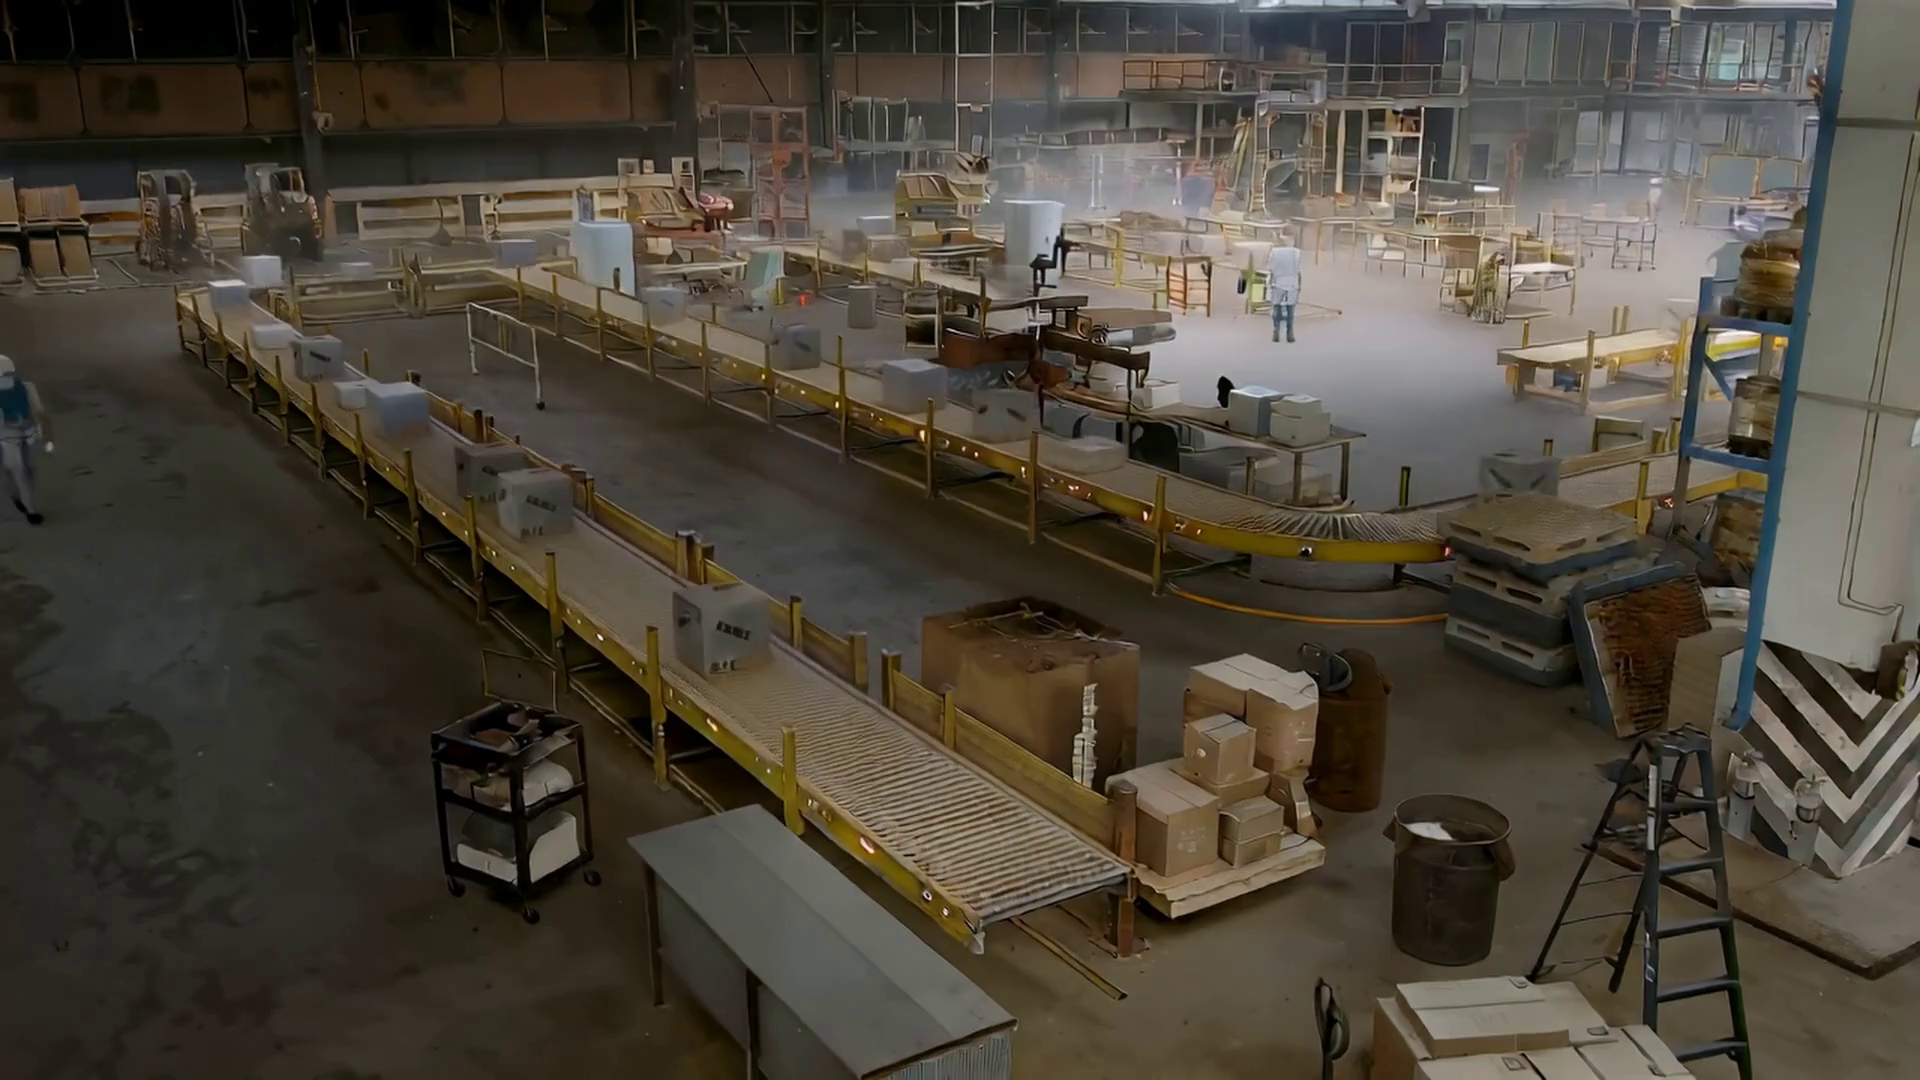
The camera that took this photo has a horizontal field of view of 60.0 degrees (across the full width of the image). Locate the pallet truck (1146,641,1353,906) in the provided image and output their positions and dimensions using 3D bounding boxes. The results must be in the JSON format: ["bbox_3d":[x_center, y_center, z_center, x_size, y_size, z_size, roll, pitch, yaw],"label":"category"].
[{"bbox_3d":[1.664,1.407,10.232,1.630,1.274,0.653,-10,20,-31],"label":"pallet truck"}]

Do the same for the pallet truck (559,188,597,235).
[{"bbox_3d":[-10.010,-8.652,43.699,0.653,1.274,1.630,-10,20,-31],"label":"pallet truck"}]

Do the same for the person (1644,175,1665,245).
[{"bbox_3d":[17.358,-8.241,41.602,0.506,1.724,0.522,-12,21,-35],"label":"person"}]

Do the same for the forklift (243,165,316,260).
[{"bbox_3d":[-15.898,-7.669,38.708,1.157,1.987,2.680,-11,20,-33],"label":"forklift"}]

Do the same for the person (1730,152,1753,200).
[{"bbox_3d":[22.915,-10.479,48.904,0.938,1.830,0.623,2,17,7],"label":"person"}]

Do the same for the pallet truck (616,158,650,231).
[{"bbox_3d":[-8.918,-9.176,44.255,0.823,1.965,1.885,-9,19,-27],"label":"pallet truck"}]

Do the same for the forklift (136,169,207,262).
[{"bbox_3d":[-17.842,-7.318,37.559,1.157,1.987,2.680,-10,20,-31],"label":"forklift"}]

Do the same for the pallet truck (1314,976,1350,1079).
[{"bbox_3d":[2.299,2.390,7.086,1.601,1.201,0.680,-2,17,-7],"label":"pallet truck"}]

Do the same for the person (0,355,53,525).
[{"bbox_3d":[-10.079,-1.100,17.753,0.942,1.790,0.590,12,20,34],"label":"person"}]

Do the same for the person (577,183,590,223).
[{"bbox_3d":[-8.789,-7.478,38.999,0.328,1.767,0.532,-11,20,-33],"label":"person"}]

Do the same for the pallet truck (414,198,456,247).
[{"bbox_3d":[-13.250,-8.060,41.856,0.680,1.201,1.601,-10,20,-31],"label":"pallet truck"}]

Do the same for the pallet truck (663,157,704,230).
[{"bbox_3d":[-7.586,-9.308,44.692,0.823,1.965,1.885,-11,20,-33],"label":"pallet truck"}]

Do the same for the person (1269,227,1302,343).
[{"bbox_3d":[5.518,-4.322,28.210,0.548,1.934,0.376,6,18,20],"label":"person"}]

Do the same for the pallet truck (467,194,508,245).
[{"bbox_3d":[-11.983,-8.177,42.137,0.704,1.261,1.522,-11,20,-33],"label":"pallet truck"}]
